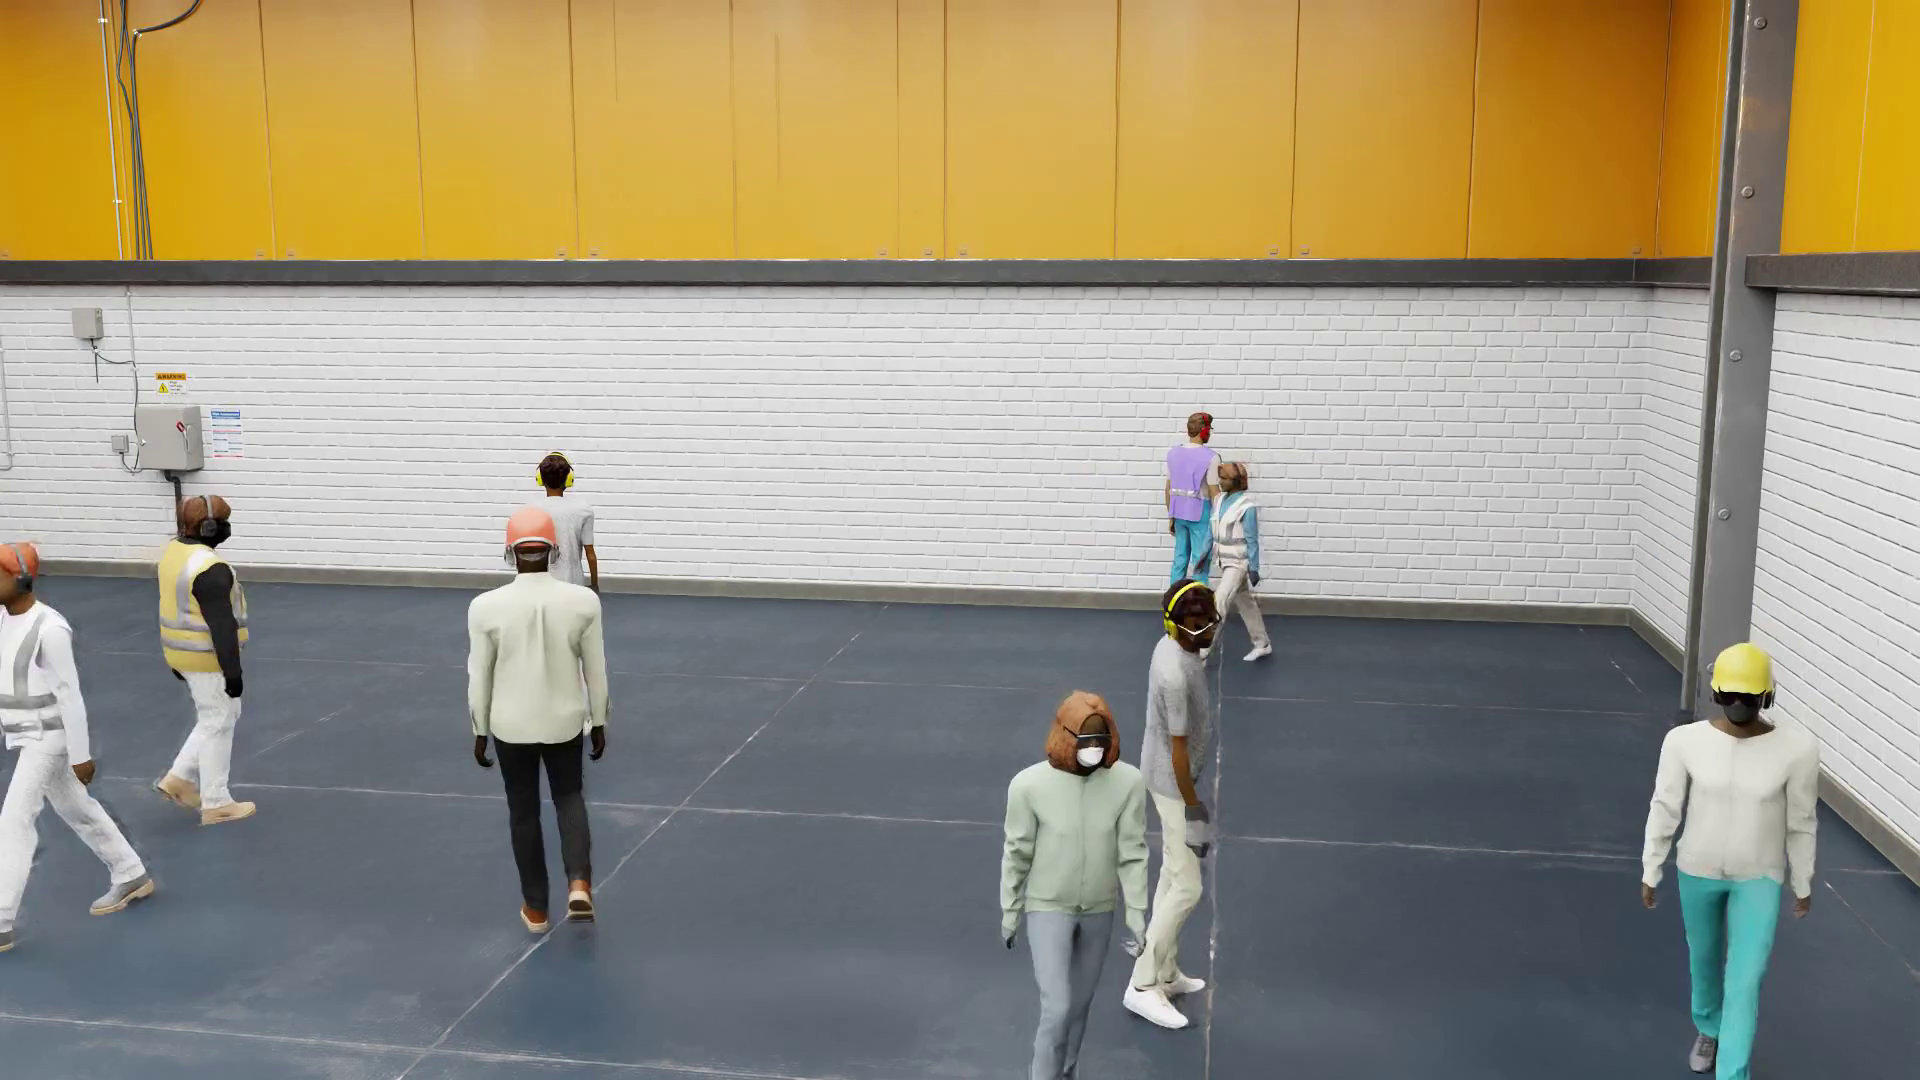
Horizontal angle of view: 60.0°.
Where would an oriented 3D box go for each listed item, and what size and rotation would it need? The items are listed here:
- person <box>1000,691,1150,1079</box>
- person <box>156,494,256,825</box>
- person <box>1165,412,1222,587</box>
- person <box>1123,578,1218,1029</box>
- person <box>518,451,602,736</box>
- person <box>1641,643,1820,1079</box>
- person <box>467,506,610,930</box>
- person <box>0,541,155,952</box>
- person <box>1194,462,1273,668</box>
[{"bbox_3d":[0.412,1.310,5.713,0.494,1.609,0.563,-3,10,-19],"label":"person"},{"bbox_3d":[-4.105,0.657,9.092,0.440,1.829,0.650,-8,12,-42],"label":"person"},{"bbox_3d":[1.971,-0.159,14.086,0.373,1.839,0.572,-8,12,-41],"label":"person"},{"bbox_3d":[0.855,1.040,6.778,0.368,1.838,0.618,0,9,3],"label":"person"},{"bbox_3d":[-2.603,0.361,10.808,0.531,1.865,0.317,-2,9,-12],"label":"person"},{"bbox_3d":[2.762,1.215,6.001,0.551,1.714,0.912,5,11,30],"label":"person"},{"bbox_3d":[-1.910,0.833,7.566,0.616,1.979,0.485,-4,10,-24],"label":"person"},{"bbox_3d":[-4.179,0.905,7.576,0.582,1.839,0.976,9,13,43],"label":"person"},{"bbox_3d":[2.075,0.188,12.730,0.901,1.589,0.510,-3,10,-19],"label":"person"}]
